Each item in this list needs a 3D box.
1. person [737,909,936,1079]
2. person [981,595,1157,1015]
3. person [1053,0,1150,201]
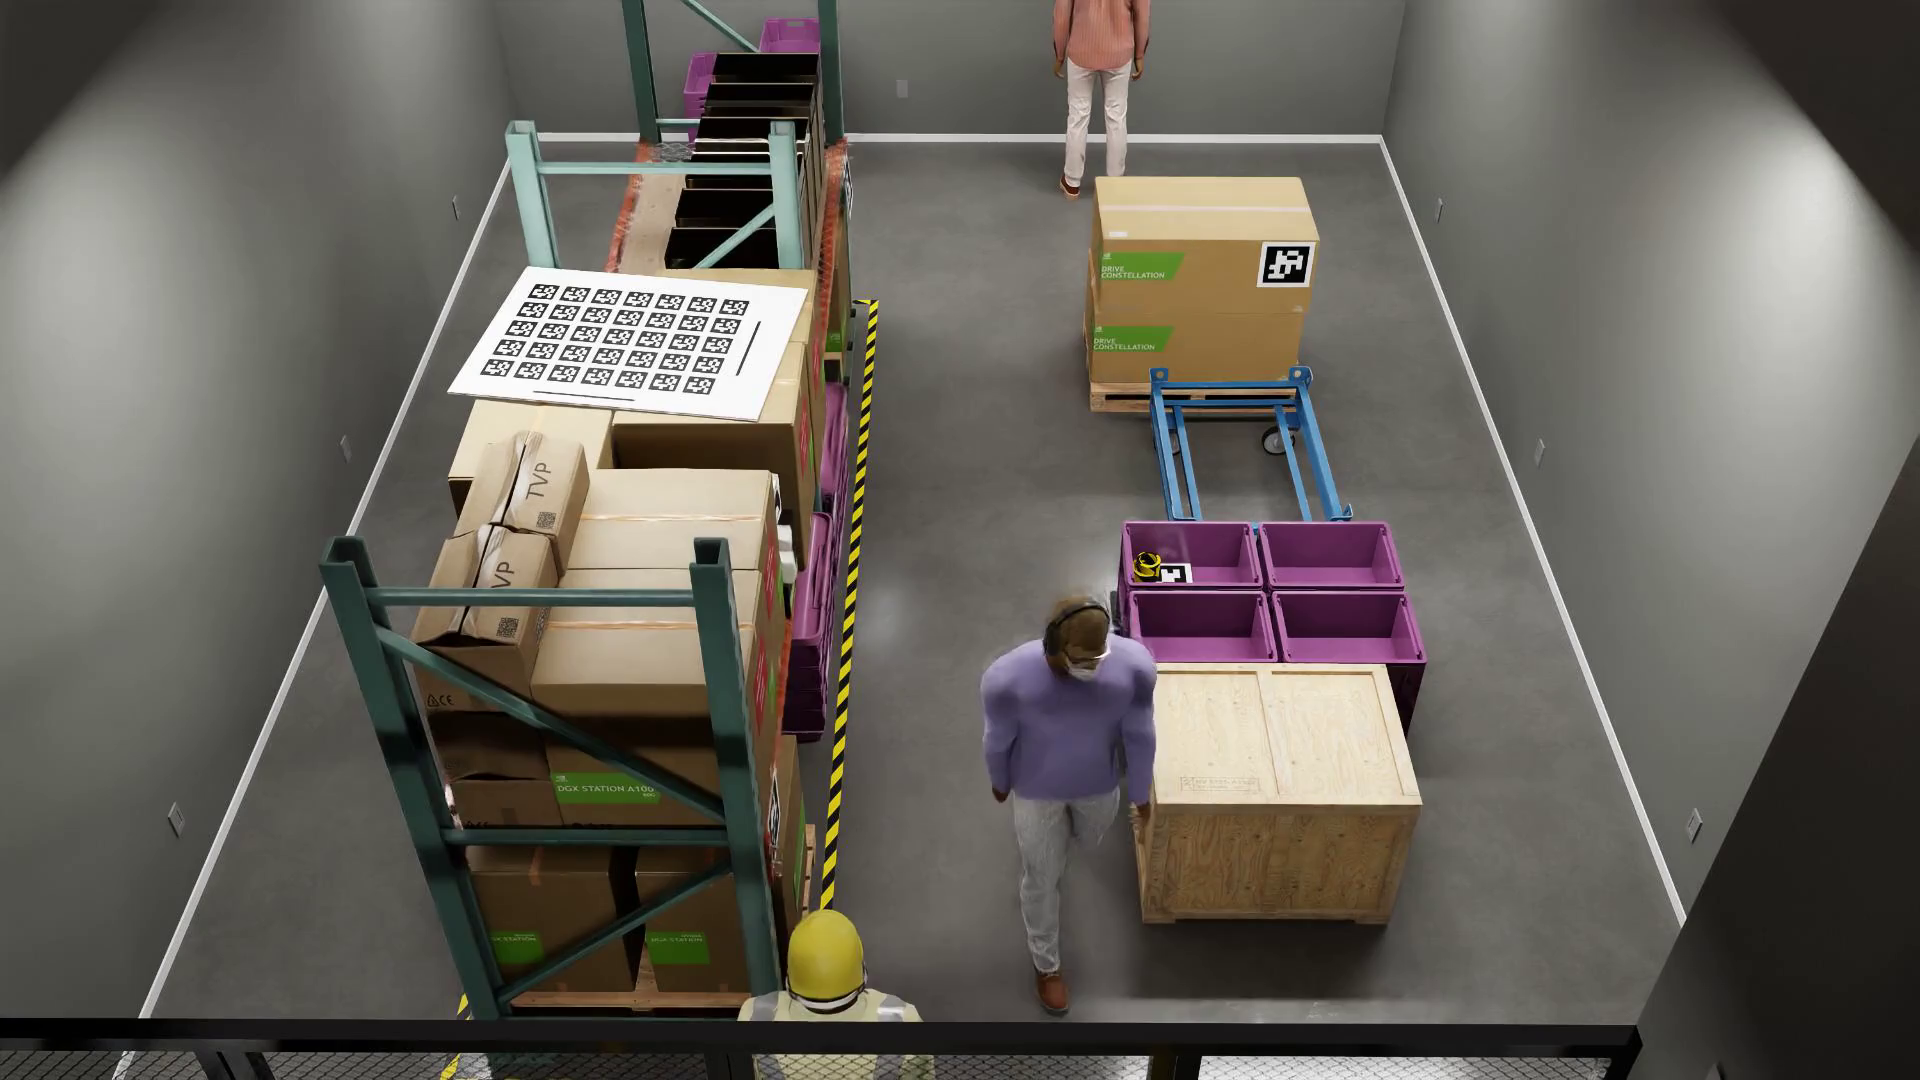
[{"bbox_3d":[-0.368,1.752,5.192,0.590,1.837,0.404,0,41,0],"label":"person"},{"bbox_3d":[0.370,0.825,6.198,0.627,1.914,0.883,-9,42,-10],"label":"person"},{"bbox_3d":[0.890,-3.112,10.621,0.611,1.995,0.380,0,41,0],"label":"person"}]
